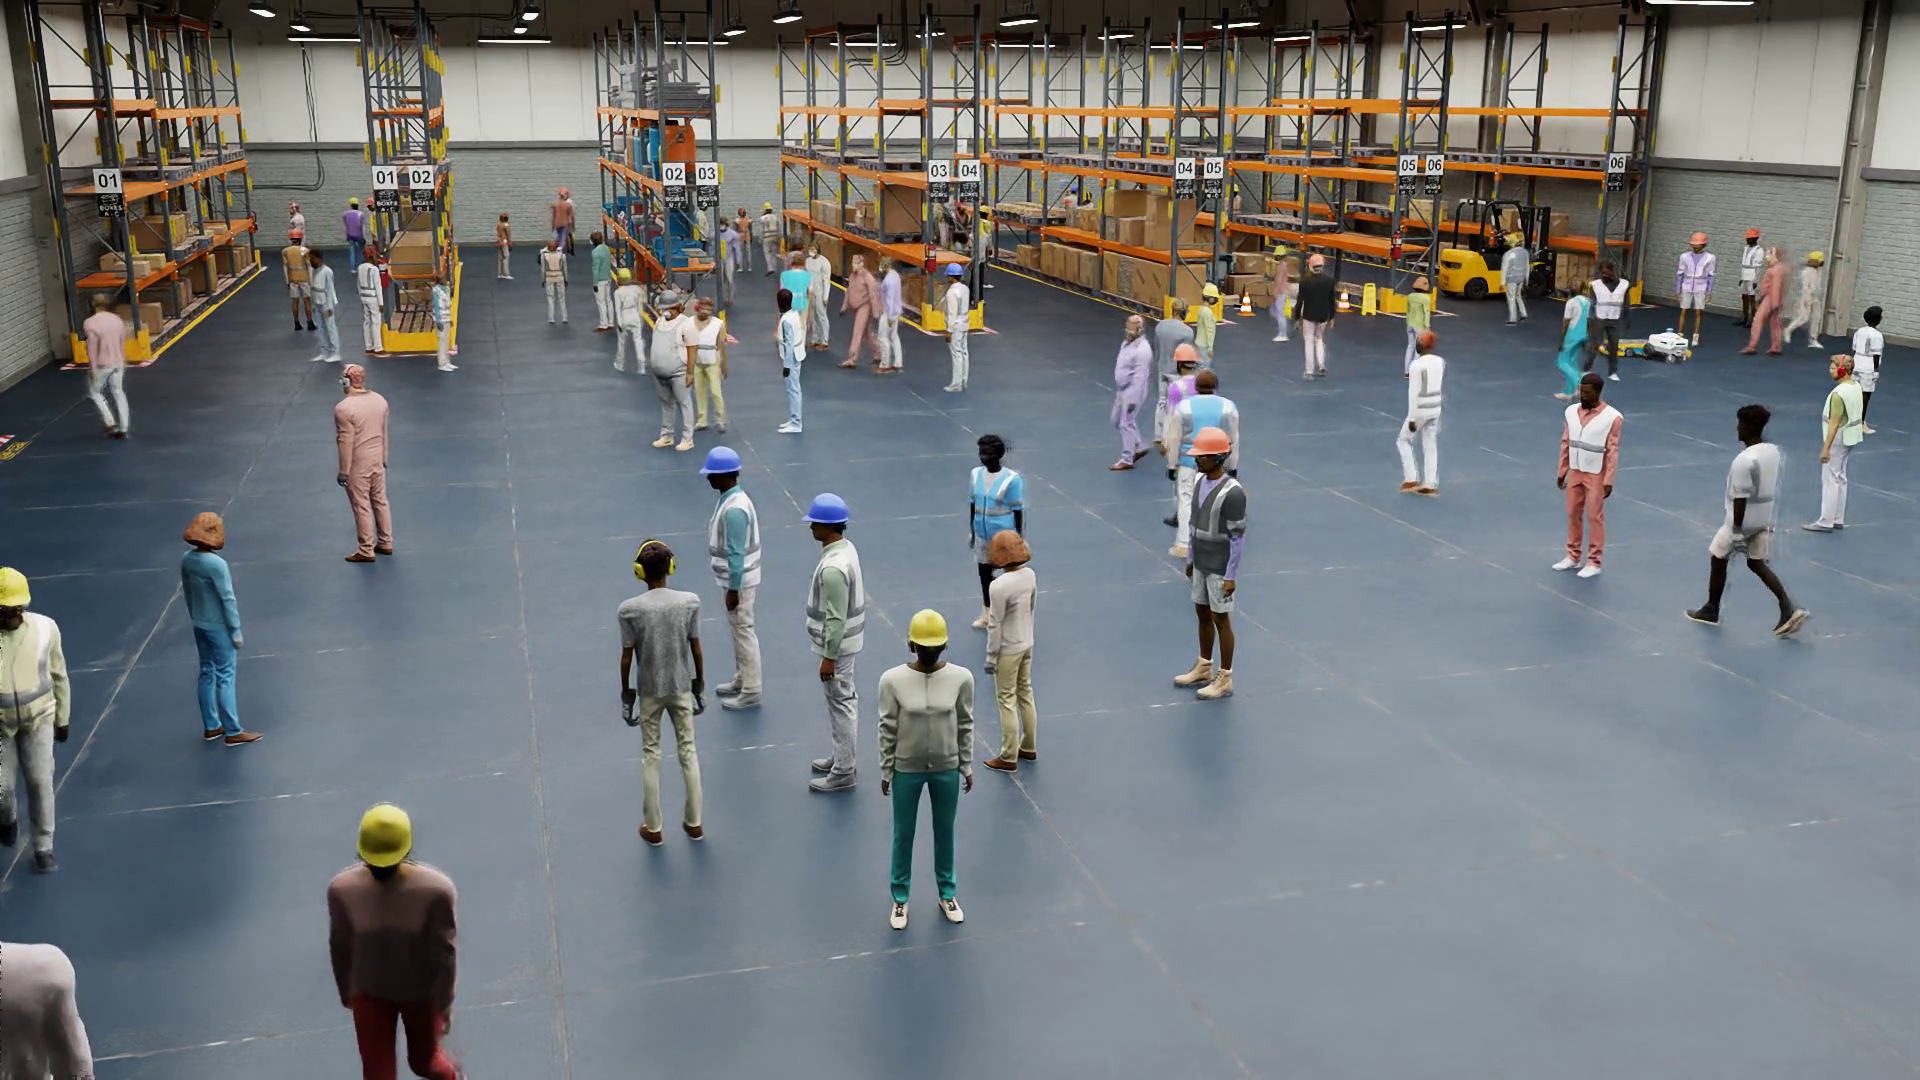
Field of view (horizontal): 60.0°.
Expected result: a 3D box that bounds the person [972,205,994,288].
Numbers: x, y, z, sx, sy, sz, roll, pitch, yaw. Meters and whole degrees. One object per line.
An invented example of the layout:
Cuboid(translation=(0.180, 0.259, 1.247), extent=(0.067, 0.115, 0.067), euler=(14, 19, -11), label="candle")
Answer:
Cuboid(translation=(0.538, -6.884, 39.079), extent=(0.586, 1.917, 0.380), euler=(14, 20, 42), label="person")

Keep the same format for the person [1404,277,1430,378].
Cuboid(translation=(7.257, -3.358, 26.374), extent=(0.289, 1.627, 0.506), euler=(-7, 16, -25), label="person")

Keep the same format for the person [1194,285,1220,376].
Cuboid(translation=(3.557, -2.789, 23.976), extent=(0.327, 1.760, 0.523), euler=(-2, 15, -6), label="person")

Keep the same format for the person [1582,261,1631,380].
Cuboid(translation=(10.268, -3.478, 26.321), extent=(0.640, 1.892, 0.407), euler=(2, 15, 7), label="person")

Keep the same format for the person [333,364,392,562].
Cuboid(translation=(-5.768, -0.735, 15.979), extent=(0.408, 1.904, 0.665), euler=(5, 16, 19), label="person")

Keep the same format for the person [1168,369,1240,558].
Cuboid(translation=(2.347, -0.728, 16.116), extent=(0.704, 1.839, 0.441), euler=(1, 15, 2), label="person")

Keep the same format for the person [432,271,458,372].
Cuboid(translation=(-8.432, -3.574, 27.182), extent=(0.353, 1.624, 0.514), euler=(1, 15, 5), label="person")

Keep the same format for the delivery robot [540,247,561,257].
Cuboid(translation=(-11.008, -7.739, 44.725), extent=(0.477, 0.478, 0.707), euler=(3, 15, 11), label="delivery robot")

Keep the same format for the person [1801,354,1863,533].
Cuboid(translation=(8.996, -0.981, 17.031), extent=(0.403, 1.834, 0.564), euler=(14, 20, 42), label="person")

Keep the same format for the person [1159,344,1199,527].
Cuboid(translation=(2.327, -1.056, 17.149), extent=(0.551, 1.917, 0.478), euler=(-14, 20, -43), label="person")

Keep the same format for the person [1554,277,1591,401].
Cuboid(translation=(9.017, -2.928, 24.354), extent=(0.540, 1.831, 0.481), euler=(-11, 18, -35), label="person")

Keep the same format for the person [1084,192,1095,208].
Cuboid(translation=(3.567, -8.668, 45.936), extent=(0.378, 1.852, 0.510), euler=(-3, 15, -12), label="person")

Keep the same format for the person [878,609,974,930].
Cuboid(translation=(-0.177, 1.216, 8.885), extent=(0.525, 1.771, 0.305), euler=(-3, 15, -12), label="person")

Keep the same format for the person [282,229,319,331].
Cuboid(translation=(-12.669, -4.994, 31.926), extent=(0.550, 1.935, 0.375), euler=(0, 15, 0), label="person")

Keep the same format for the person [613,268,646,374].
Cuboid(translation=(-5.369, -3.551, 26.967), extent=(0.489, 1.693, 0.921), euler=(-9, 17, -29), label="person")

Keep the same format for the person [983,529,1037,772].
Cuboid(translation=(0.339, 0.727, 11.001), extent=(0.281, 1.624, 0.494), euler=(9, 17, 31), label="person")

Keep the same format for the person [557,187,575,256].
Cuboid(translation=(-11.138, -8.967, 46.895), extent=(0.374, 1.928, 0.543), euler=(7, 17, 26), label="person")

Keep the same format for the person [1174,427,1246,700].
Cuboid(translation=(1.842, 0.170, 12.293), extent=(0.394, 2.042, 0.611), euler=(-6, 16, -22), label="person")

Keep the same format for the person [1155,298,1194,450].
Cuboid(translation=(2.713, -2.092, 21.036), extent=(0.384, 1.928, 0.635), euler=(-11, 19, -36), label="person")

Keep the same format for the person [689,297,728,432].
Cuboid(translation=(-3.427, -2.329, 22.131), extent=(0.753, 1.826, 0.418), euler=(5, 16, 19), label="person")

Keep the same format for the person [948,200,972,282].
Cuboid(translation=(-0.024, -7.332, 40.615), extent=(0.617, 2.012, 0.936), euler=(-6, 16, -22), label="person")

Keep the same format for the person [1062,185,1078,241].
Cuboid(translation=(3.279, -9.394, 48.541), extent=(0.609, 1.912, 0.868), euler=(0, 15, -1), label="person")

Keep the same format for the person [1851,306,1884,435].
Cuboid(translation=(12.037, -2.258, 22.088), extent=(0.316, 1.700, 0.540), euler=(-1, 15, -3), label="person")

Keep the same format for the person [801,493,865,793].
Cuboid(translation=(-0.805, 0.651, 10.665), extent=(0.391, 1.948, 0.605), euler=(0, 15, 0), label="person")

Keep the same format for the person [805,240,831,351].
Cuboid(translation=(-2.524, -4.326, 29.436), extent=(0.371, 1.932, 0.625), euler=(-14, 20, -41), label="person")

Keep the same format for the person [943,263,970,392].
Cuboid(translation=(-0.057, -3.221, 25.231), extent=(0.394, 1.949, 0.602), euler=(6, 16, 22), label="person")

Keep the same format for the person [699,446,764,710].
Cuboid(translation=(-1.661, 0.268, 12.141), extent=(0.422, 1.938, 0.602), euler=(-4, 15, -14), label="person")

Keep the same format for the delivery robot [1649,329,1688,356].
Cuboid(translation=(11.993, -3.332, 28.143), extent=(0.477, 0.478, 0.707), euler=(-3, 15, -10), label="delivery robot")

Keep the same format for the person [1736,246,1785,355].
Cuboid(translation=(13.938, -4.142, 28.853), extent=(0.839, 1.877, 0.668), euler=(7, 17, 25), label="person")

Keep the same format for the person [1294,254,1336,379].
Cuboid(translation=(5.600, -3.531, 26.335), extent=(0.645, 1.979, 0.433), euler=(-3, 15, -13), label="person")

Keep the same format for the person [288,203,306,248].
Cuboid(translation=(-16.056, -7.204, 40.304), extent=(0.407, 1.908, 0.641), euler=(-4, 15, -15), label="person")

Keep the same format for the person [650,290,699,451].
Cuboid(translation=(-3.654, -2.152, 21.037), extent=(0.677, 2.000, 0.536), euler=(10, 18, 33), label="person")

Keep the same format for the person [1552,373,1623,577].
Cuboid(translation=(5.863, -0.619, 15.526), extent=(0.402, 1.910, 0.598), euler=(-9, 18, -32), label="person")

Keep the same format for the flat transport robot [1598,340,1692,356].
Cuboid(translation=(11.883, -3.346, 28.918), extent=(1.431, 0.197, 0.652), euler=(1, 15, 4), label="flat transport robot")

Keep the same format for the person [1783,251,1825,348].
Cuboid(translation=(15.218, -4.322, 29.809), extent=(0.494, 1.720, 0.642), euler=(-8, 17, -27), label="person")

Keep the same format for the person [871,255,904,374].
Cuboid(translation=(-1.185, -3.642, 26.883), extent=(0.541, 1.922, 0.666), euler=(1, 15, 3), label="person")
